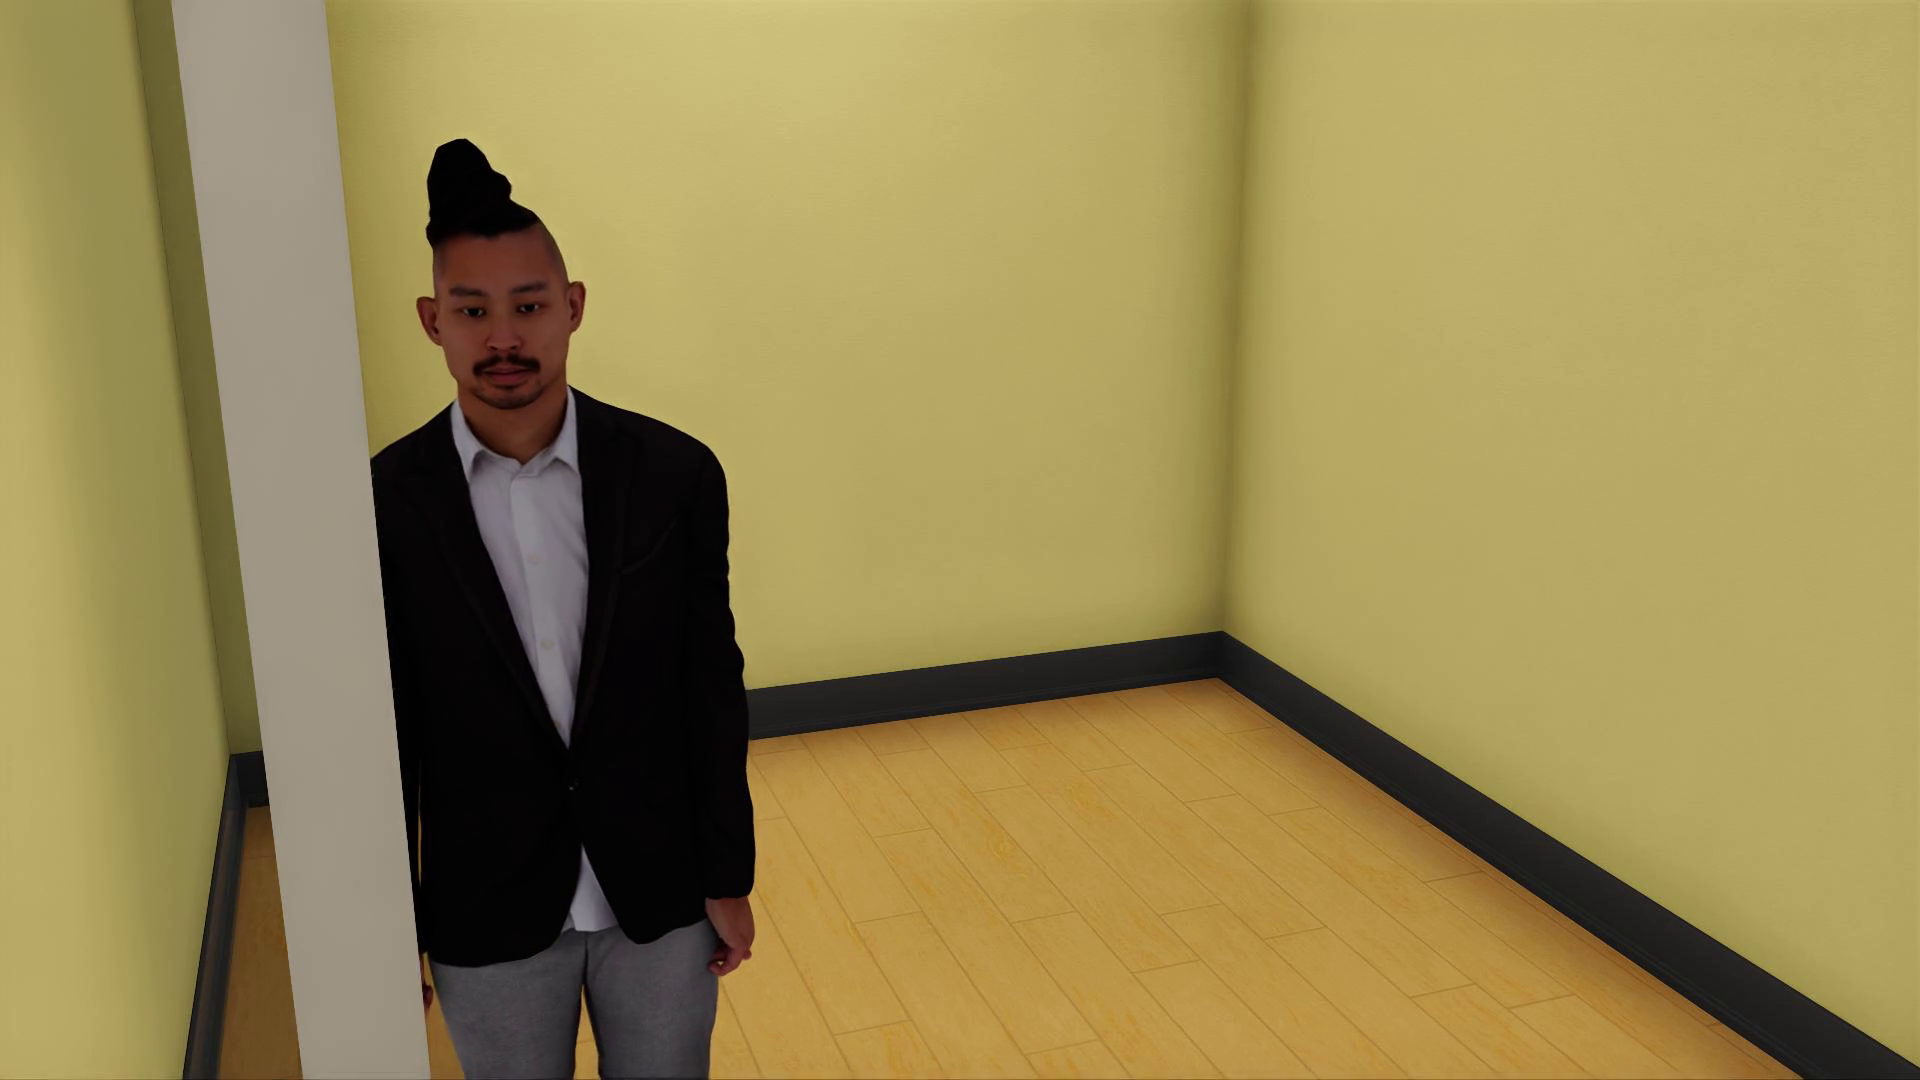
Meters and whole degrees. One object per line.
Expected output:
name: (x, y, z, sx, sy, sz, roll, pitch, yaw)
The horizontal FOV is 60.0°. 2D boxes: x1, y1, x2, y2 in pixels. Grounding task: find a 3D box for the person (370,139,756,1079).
person: (-0.557, 0.435, 2.334, 0.522, 1.952, 0.759, -5, 17, -18)
